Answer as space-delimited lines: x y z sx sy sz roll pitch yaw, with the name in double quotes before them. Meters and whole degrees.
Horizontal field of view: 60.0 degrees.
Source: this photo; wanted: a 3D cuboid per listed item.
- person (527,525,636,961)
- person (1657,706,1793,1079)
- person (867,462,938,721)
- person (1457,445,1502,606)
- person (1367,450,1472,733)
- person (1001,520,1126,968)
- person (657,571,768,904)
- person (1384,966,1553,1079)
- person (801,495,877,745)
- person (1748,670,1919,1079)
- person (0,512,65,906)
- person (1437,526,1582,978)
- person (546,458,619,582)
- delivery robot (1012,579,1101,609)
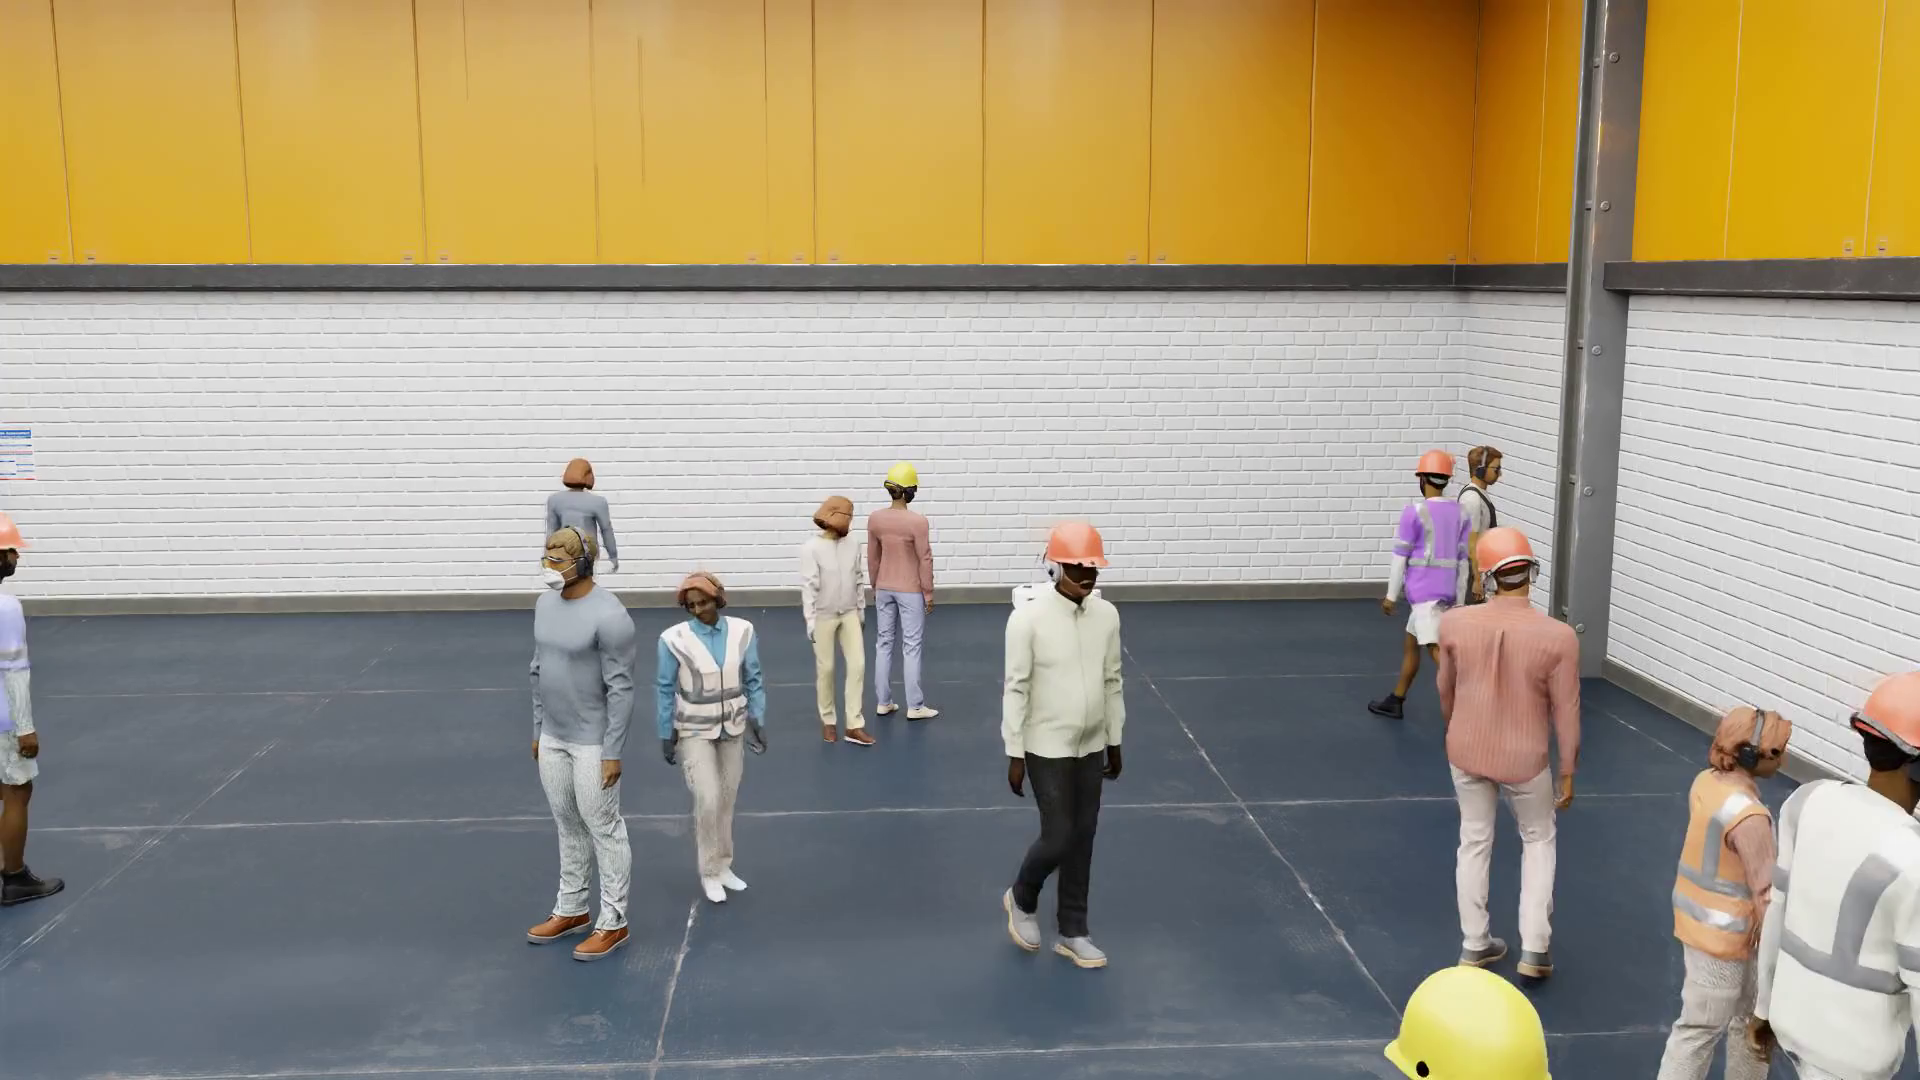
"person" -1.700 0.893 7.433 0.631 1.940 0.372 7 12 38
"person" 2.657 1.348 5.576 0.671 1.612 0.516 2 9 12
"person" -0.396 0.350 11.376 0.524 1.769 0.314 6 11 33
"person" 3.662 0.246 11.793 0.345 1.844 0.507 2 9 15
"person" 3.168 0.348 11.045 0.542 1.883 1.000 -6 11 -33
"person" 0.472 0.892 7.280 0.639 1.983 0.440 -7 11 -36
"person" -1.167 0.957 8.043 0.511 1.621 0.510 -7 11 -37
"person" 0.805 1.643 2.835 0.587 1.908 0.578 -6 11 -34
"person" -0.782 0.535 10.714 0.571 1.614 0.523 -6 11 -32
"person" 2.475 1.331 4.448 0.873 2.003 0.620 0 9 -1
"person" -4.631 0.828 7.904 0.544 1.924 0.547 6 11 33
"person" 2.370 0.916 7.182 0.629 1.976 0.524 6 11 32
"person" -2.994 0.139 13.251 0.526 1.581 0.868 2 9 12
"delivery robot" 0.802 0.511 13.866 0.707 0.478 0.477 4 10 23
